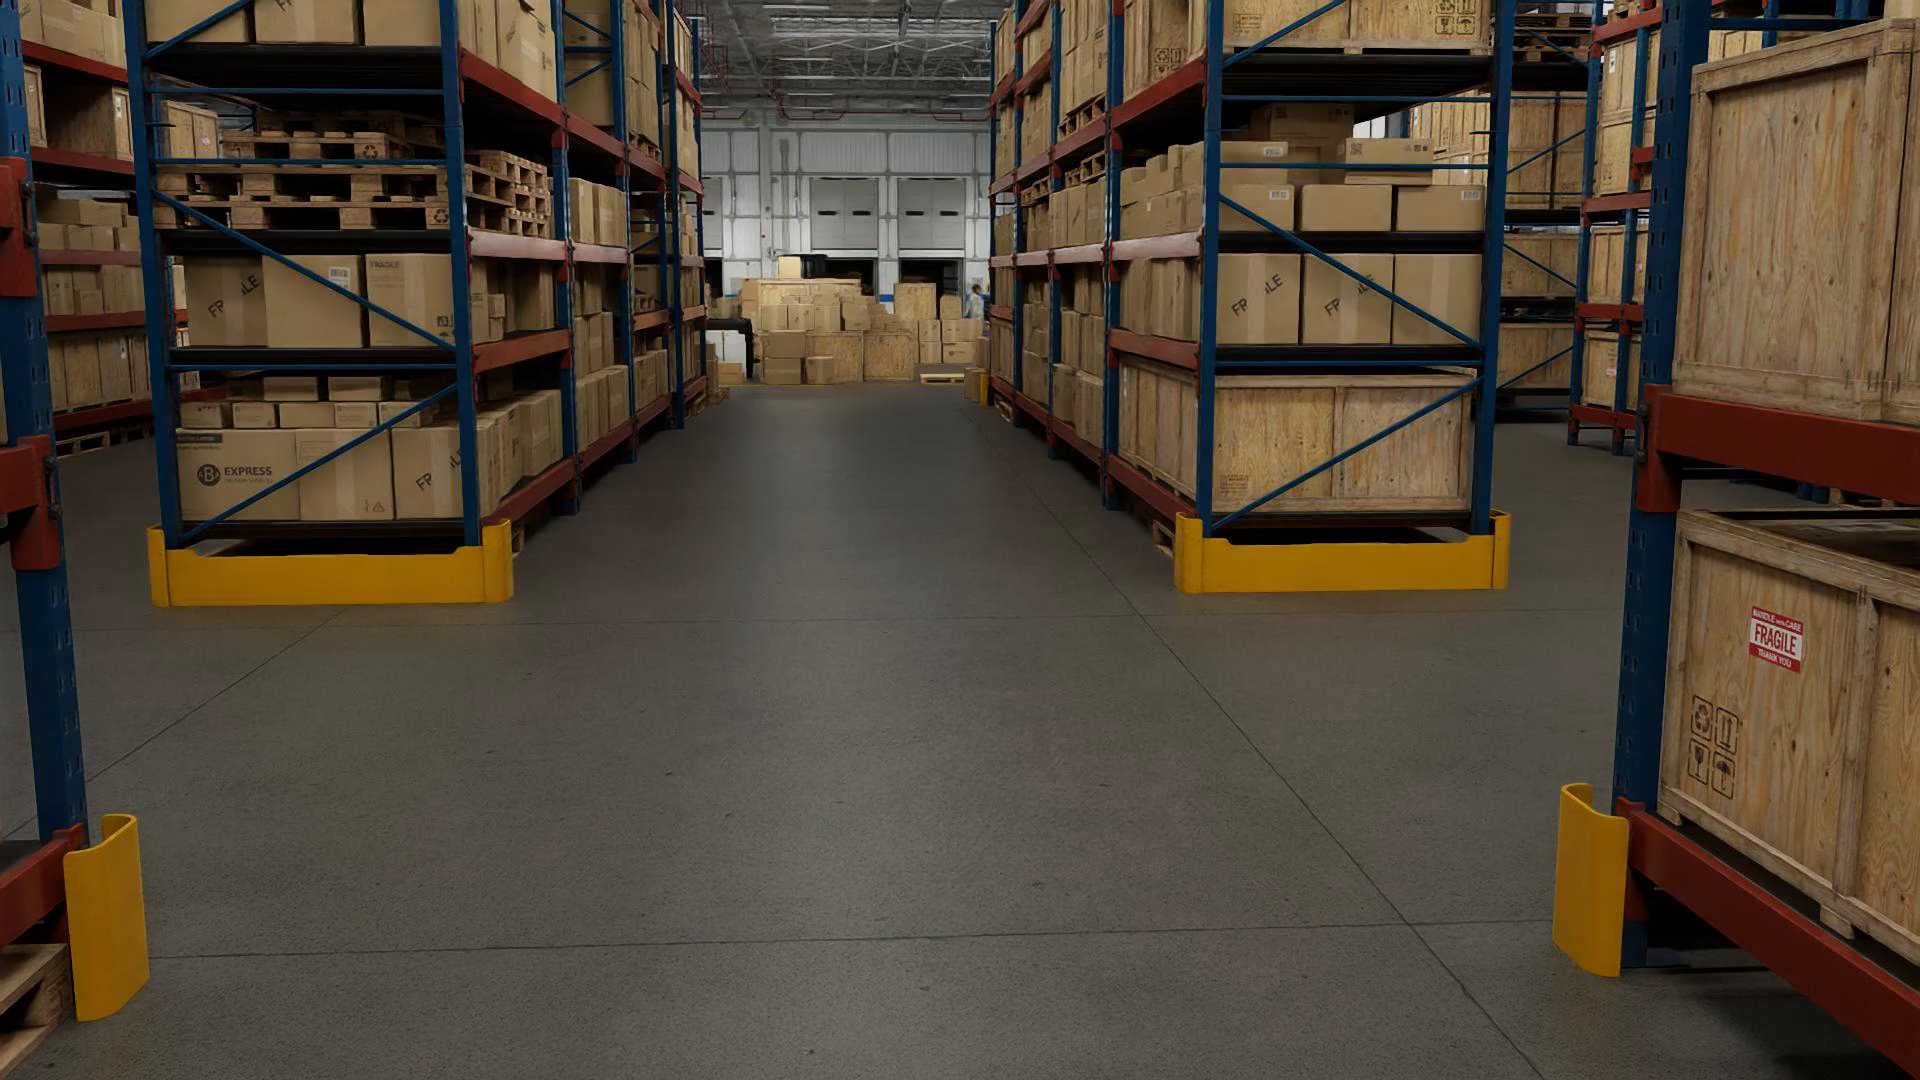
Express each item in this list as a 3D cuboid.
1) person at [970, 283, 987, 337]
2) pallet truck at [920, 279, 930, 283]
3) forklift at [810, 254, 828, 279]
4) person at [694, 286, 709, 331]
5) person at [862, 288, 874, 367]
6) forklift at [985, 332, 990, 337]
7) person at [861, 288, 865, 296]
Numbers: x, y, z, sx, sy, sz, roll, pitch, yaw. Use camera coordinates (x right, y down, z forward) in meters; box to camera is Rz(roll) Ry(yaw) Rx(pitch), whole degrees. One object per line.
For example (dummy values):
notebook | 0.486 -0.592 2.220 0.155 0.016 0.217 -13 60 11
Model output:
person | 0.523 -5.866 44.172 0.485 1.918 0.657 4 10 22
pallet truck | -0.932 -8.922 63.114 1.885 1.965 0.823 2 9 13
forklift | -4.762 -8.277 56.301 1.873 2.768 1.129 -3 10 -21
person | -4.744 -3.691 30.308 0.437 1.978 0.657 -2 9 -14
person | -2.086 -4.847 38.048 0.428 1.838 0.628 -4 10 -26
forklift | 1.406 -4.191 30.647 1.129 2.768 1.873 8 12 40
person | -3.317 -7.616 55.882 0.538 1.689 0.446 8 12 41
